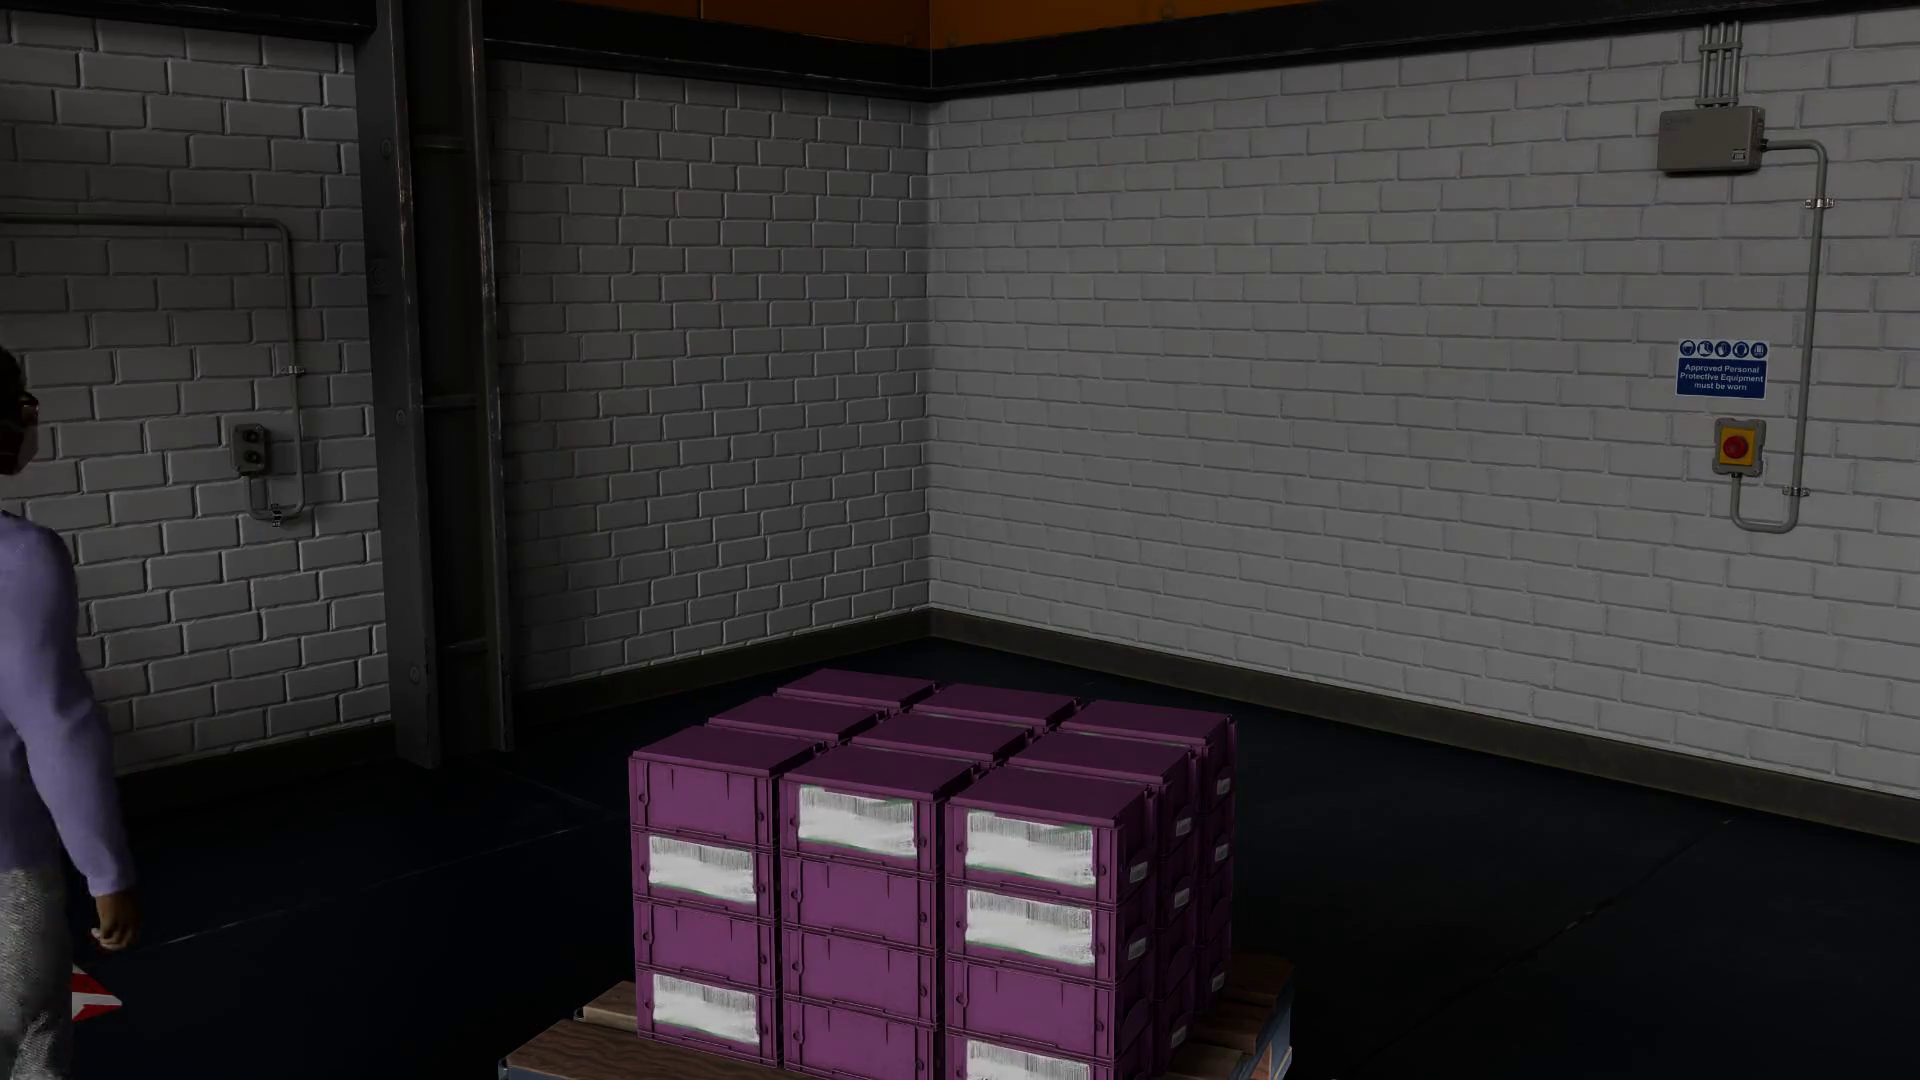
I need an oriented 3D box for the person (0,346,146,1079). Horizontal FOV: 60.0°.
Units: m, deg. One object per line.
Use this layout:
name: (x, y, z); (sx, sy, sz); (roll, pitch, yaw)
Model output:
person: (-1.766, 0.563, 3.136); (0.654, 1.910, 0.839); (5, 11, 28)
